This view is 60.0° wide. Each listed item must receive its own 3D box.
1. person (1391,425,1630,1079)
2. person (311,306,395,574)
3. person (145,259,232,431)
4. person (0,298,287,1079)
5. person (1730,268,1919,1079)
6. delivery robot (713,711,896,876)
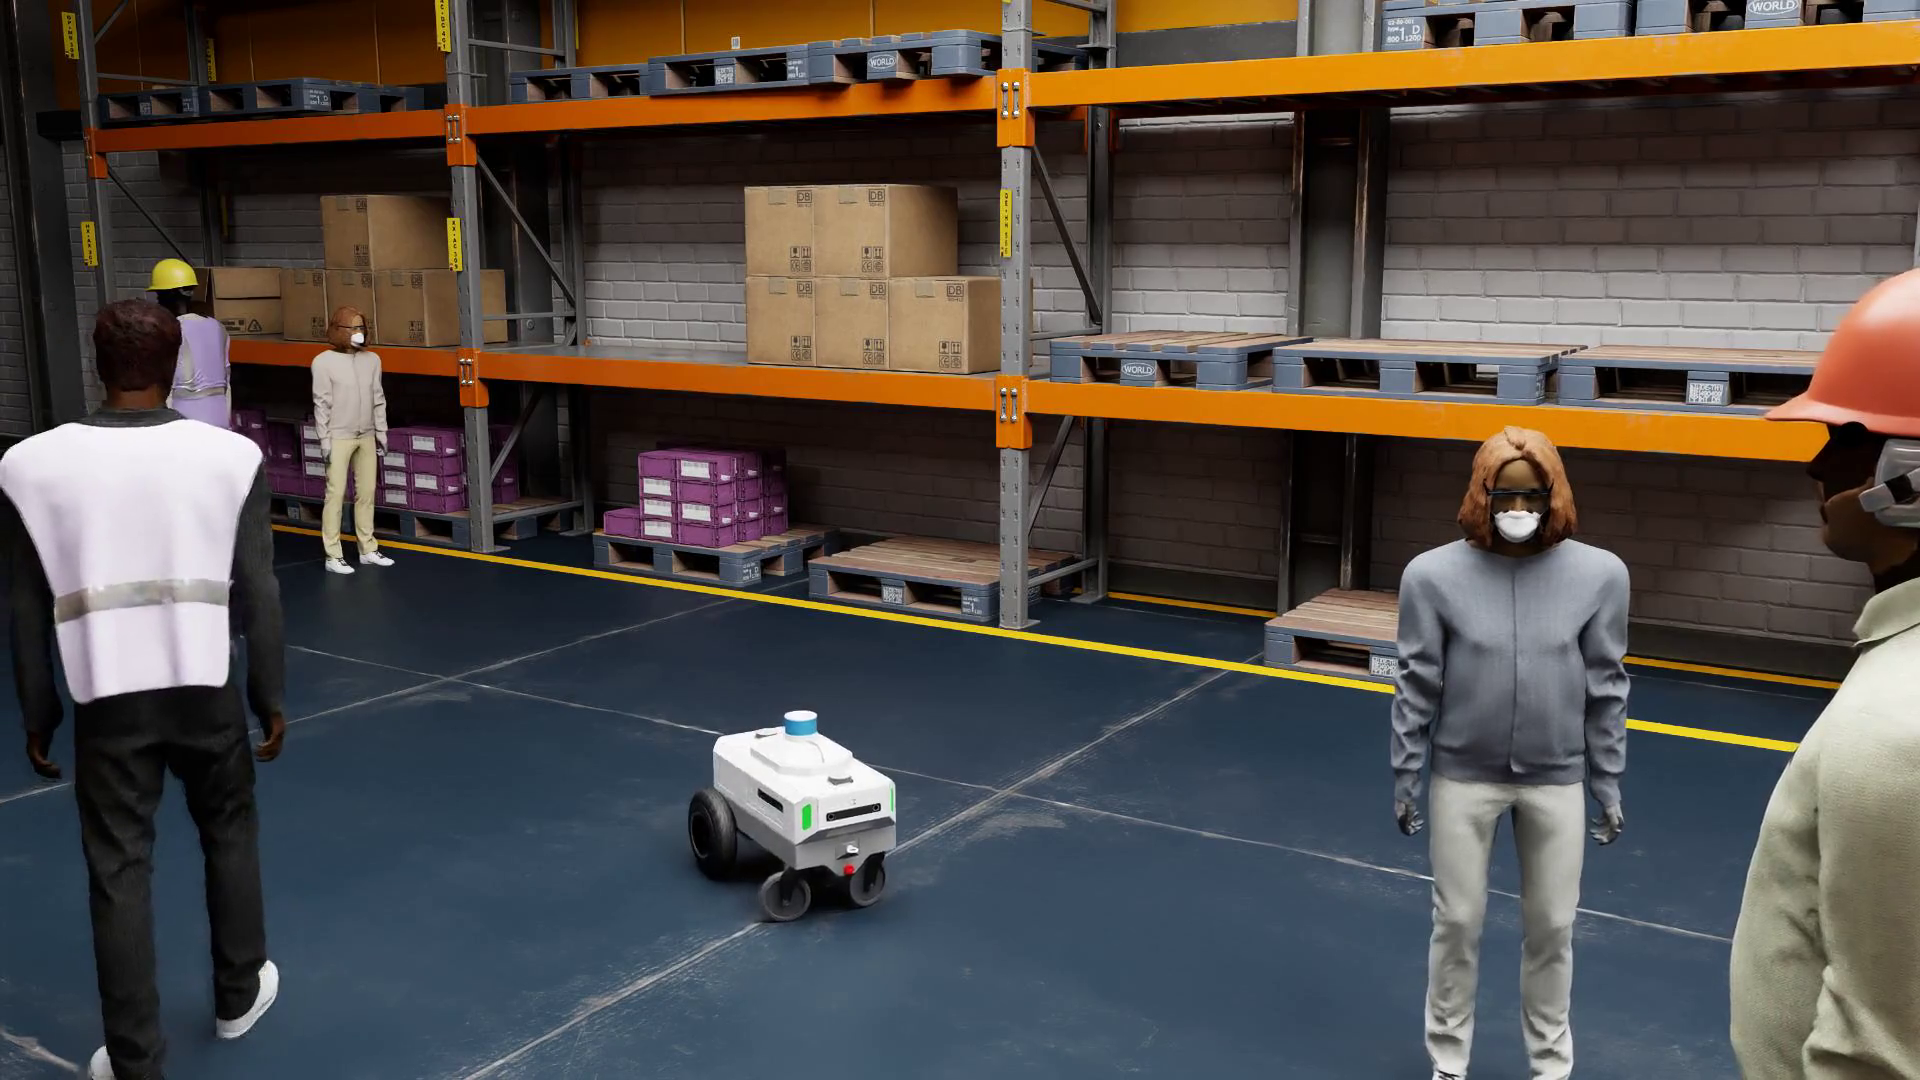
[{"bbox_3d":[1.224,0.551,3.739,0.505,1.622,0.297,2,10,9],"label":"person"},{"bbox_3d":[-3.719,-0.611,10.176,0.287,1.625,0.497,6,12,30],"label":"person"},{"bbox_3d":[-4.387,-0.632,9.485,0.401,1.919,0.588,2,10,13],"label":"person"},{"bbox_3d":[-1.953,0.371,4.039,0.592,1.883,0.629,-5,11,-25],"label":"person"},{"bbox_3d":[1.027,0.703,1.857,0.379,1.996,0.611,10,14,44],"label":"person"},{"bbox_3d":[-0.492,0.777,5.185,0.477,0.478,0.707,-6,12,-31],"label":"delivery robot"}]
